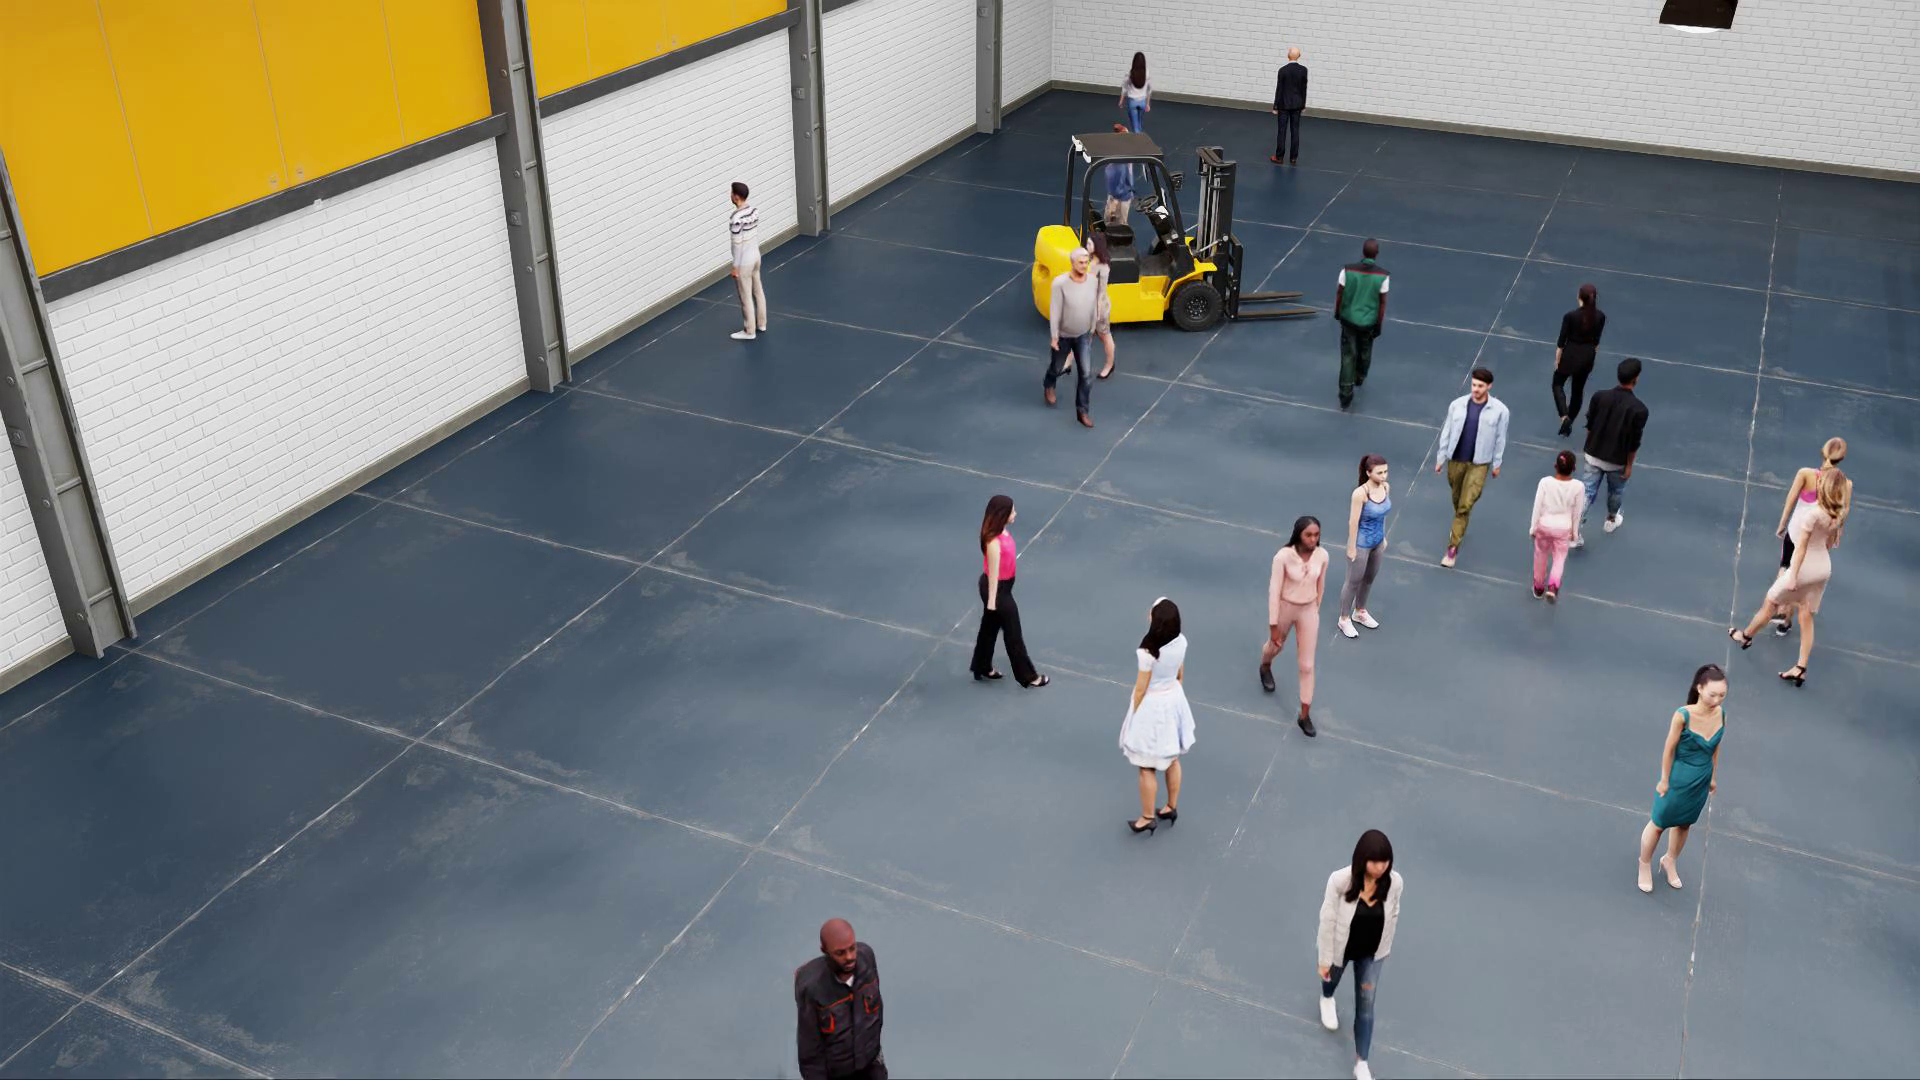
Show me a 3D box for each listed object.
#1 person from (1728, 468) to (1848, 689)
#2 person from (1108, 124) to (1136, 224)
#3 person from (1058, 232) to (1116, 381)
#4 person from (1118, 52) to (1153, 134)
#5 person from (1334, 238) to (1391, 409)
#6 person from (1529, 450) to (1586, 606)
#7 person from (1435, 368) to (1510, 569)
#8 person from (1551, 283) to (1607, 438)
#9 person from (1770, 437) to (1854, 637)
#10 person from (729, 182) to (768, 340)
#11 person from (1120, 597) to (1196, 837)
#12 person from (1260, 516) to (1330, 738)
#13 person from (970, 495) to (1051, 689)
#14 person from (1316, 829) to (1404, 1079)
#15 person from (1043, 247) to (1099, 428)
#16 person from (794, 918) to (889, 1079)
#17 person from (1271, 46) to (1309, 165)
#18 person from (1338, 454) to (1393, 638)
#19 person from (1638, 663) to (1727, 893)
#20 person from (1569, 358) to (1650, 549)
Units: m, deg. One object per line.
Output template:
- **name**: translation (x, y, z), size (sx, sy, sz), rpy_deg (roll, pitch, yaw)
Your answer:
- **person**: translation (6.660, 0.334, 12.941), size (0.996, 1.796, 1.060), rpy_deg (-11, 30, -19)
- **person**: translation (2.099, -4.625, 22.038), size (0.625, 1.791, 0.635), rpy_deg (-21, 35, -34)
- **person**: translation (1.583, -2.549, 18.313), size (1.081, 1.712, 1.007), rpy_deg (-11, 30, -19)
- **person**: translation (2.832, -6.865, 26.348), size (0.977, 1.596, 1.063), rpy_deg (-8, 30, -15)
- **person**: translation (4.237, -2.269, 17.725), size (0.813, 1.784, 1.201), rpy_deg (8, 30, 14)
- **person**: translation (5.037, -0.091, 14.096), size (0.600, 1.436, 0.801), rpy_deg (9, 30, 15)
- **person**: translation (4.570, -0.710, 14.886), size (0.794, 1.766, 1.198), rpy_deg (17, 33, 28)
- **person**: translation (6.314, -1.778, 16.967), size (0.748, 1.648, 0.838), rpy_deg (0, 29, 0)
- **person**: translation (6.887, 0.019, 13.543), size (0.651, 1.773, 0.649), rpy_deg (16, 32, 27)
- **person**: translation (-2.498, -3.287, 19.509), size (0.735, 1.862, 0.489), rpy_deg (12, 31, 21)
- **person**: translation (1.353, 1.206, 11.326), size (0.832, 1.811, 0.909), rpy_deg (-18, 33, -29)
- **person**: translation (2.491, 0.562, 12.645), size (1.037, 1.679, 1.249), rpy_deg (-4, 29, -7)
- **person**: translation (0.230, 0.412, 12.957), size (0.868, 1.643, 0.900), rpy_deg (0, 29, 1)
- **person**: translation (2.240, 2.280, 9.579), size (0.895, 1.599, 1.139), rpy_deg (1, 29, 1)
- **person**: translation (1.127, -2.176, 17.465), size (1.217, 1.871, 1.304), rpy_deg (-8, 30, -15)
- **person**: translation (-0.675, 2.626, 8.732), size (1.110, 1.803, 1.079), rpy_deg (-20, 34, -32)
- **person**: translation (5.165, -6.808, 26.030), size (0.775, 1.800, 0.784), rpy_deg (-4, 29, -7)
- **person**: translation (3.350, 0.027, 13.699), size (0.617, 1.609, 0.717), rpy_deg (-19, 34, -31)
- **person**: translation (4.708, 1.559, 10.804), size (0.622, 1.692, 0.647), rpy_deg (-5, 29, -9)
- **person**: translation (5.770, -0.734, 14.928), size (0.924, 1.769, 1.242), rpy_deg (23, 36, 36)
